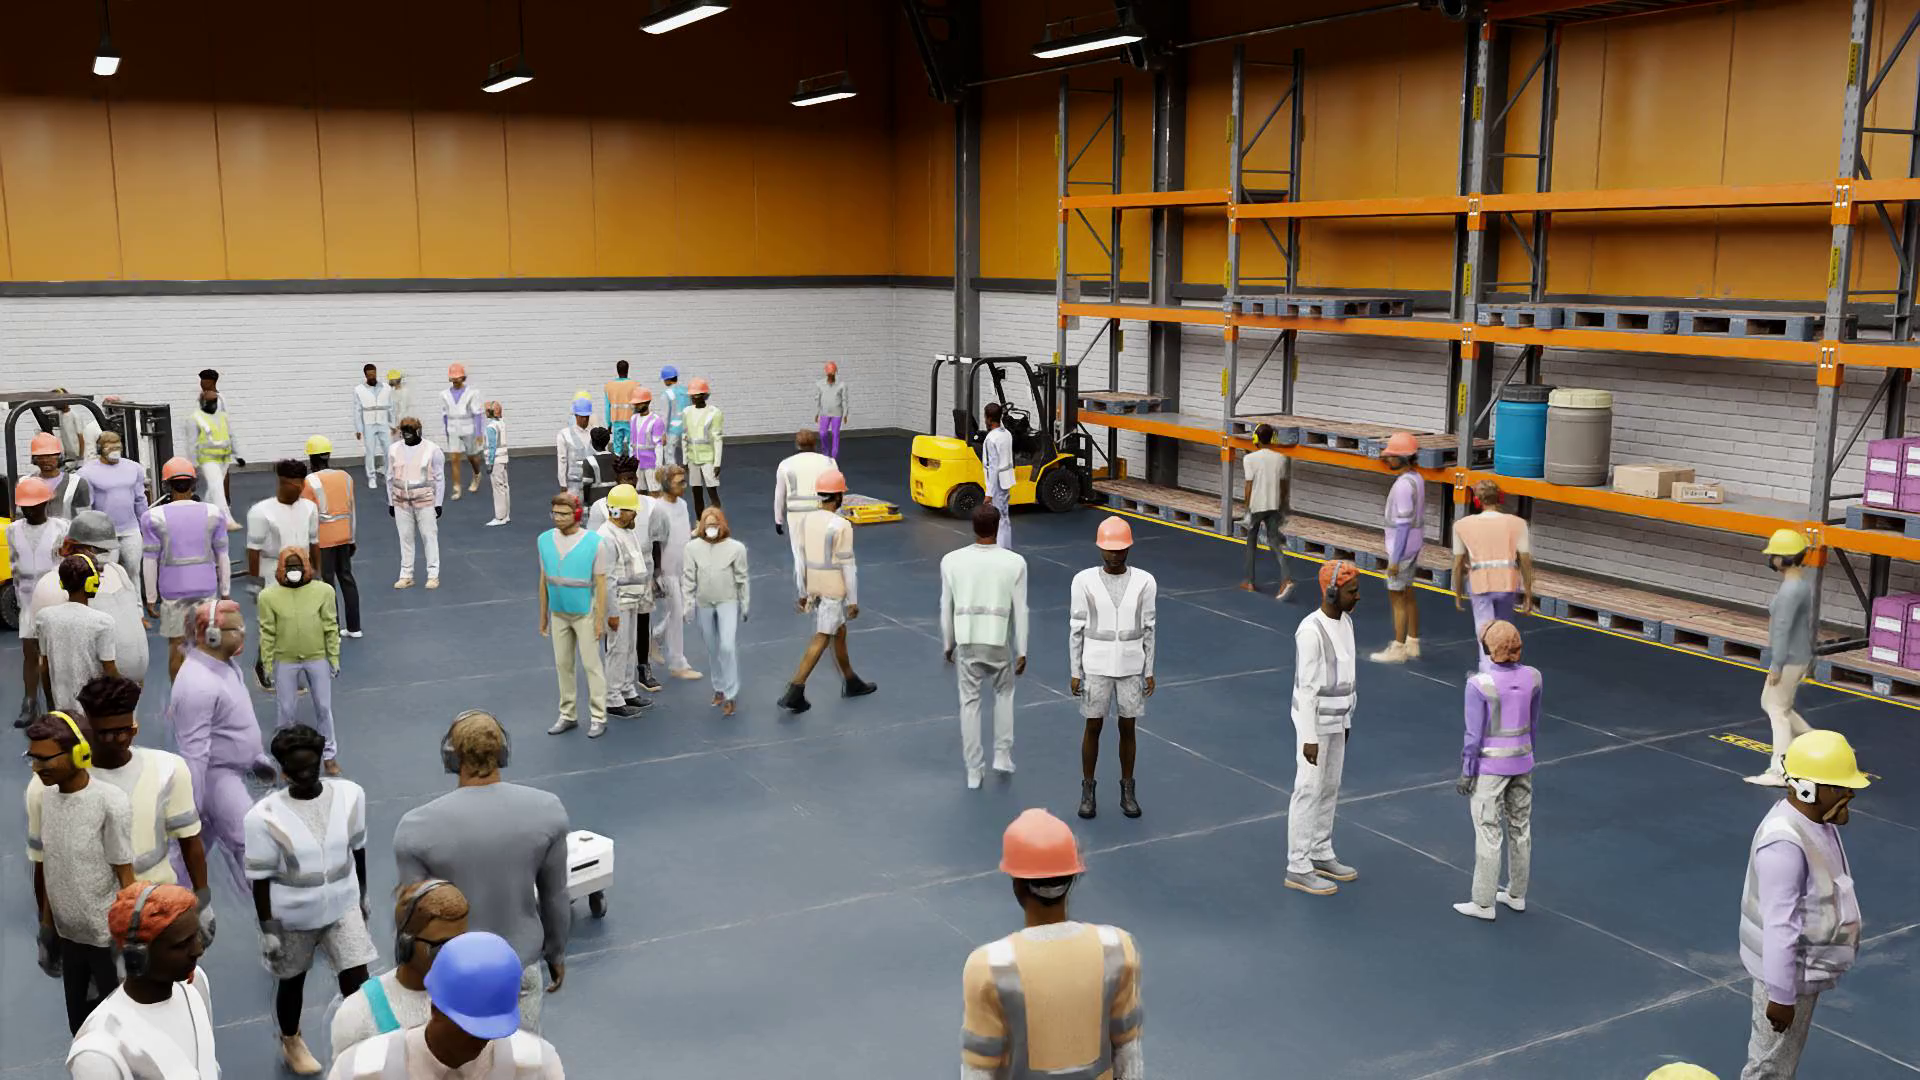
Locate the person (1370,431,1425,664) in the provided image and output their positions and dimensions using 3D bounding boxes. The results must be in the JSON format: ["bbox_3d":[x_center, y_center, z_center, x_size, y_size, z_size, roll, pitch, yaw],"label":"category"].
[{"bbox_3d":[3.825,0.069,14.482,0.387,2.041,0.622,5,11,26],"label":"person"}]

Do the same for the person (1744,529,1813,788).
[{"bbox_3d":[5.541,0.803,11.082,0.475,1.756,0.534,6,11,29],"label":"person"}]

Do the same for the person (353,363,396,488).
[{"bbox_3d":[-8.884,-1.733,25.244,0.607,1.901,0.409,-8,13,-39],"label":"person"}]

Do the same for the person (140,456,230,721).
[{"bbox_3d":[-5.913,0.376,12.736,0.611,2.032,0.411,-7,12,-35],"label":"person"}]

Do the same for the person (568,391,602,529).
[{"bbox_3d":[-4.923,-1.024,21.539,0.670,1.777,0.664,6,12,31],"label":"person"}]

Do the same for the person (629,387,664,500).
[{"bbox_3d":[-3.894,-0.932,20.559,0.544,1.930,0.389,7,12,35],"label":"person"}]

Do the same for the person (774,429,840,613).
[{"bbox_3d":[-1.551,-0.219,16.813,0.652,1.795,0.933,-2,10,-11],"label":"person"}]

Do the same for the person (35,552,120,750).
[{"bbox_3d":[-5.075,0.997,9.656,0.512,1.861,0.325,1,10,8],"label":"person"}]

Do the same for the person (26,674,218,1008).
[{"bbox_3d":[-3.295,1.487,6.624,0.621,1.918,0.943,-9,13,-42],"label":"person"}]

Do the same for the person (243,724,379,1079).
[{"bbox_3d":[-2.699,1.565,6.984,0.539,1.636,0.884,-9,13,-42],"label":"person"}]

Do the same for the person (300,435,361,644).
[{"bbox_3d":[-5.809,-0.007,15.291,0.425,1.913,0.603,4,11,24],"label":"person"}]

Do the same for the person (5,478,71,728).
[{"bbox_3d":[-7.052,0.434,12.861,0.544,1.879,1.012,-1,10,-7],"label":"person"}]

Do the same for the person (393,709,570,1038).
[{"bbox_3d":[-1.746,1.573,6.136,0.636,1.931,0.377,-6,11,-30],"label":"person"}]

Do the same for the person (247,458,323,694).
[{"bbox_3d":[-5.438,0.297,13.449,0.466,1.935,0.616,6,11,31],"label":"person"}]

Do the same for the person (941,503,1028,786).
[{"bbox_3d":[0.166,0.704,11.259,0.600,1.889,0.576,1,10,5],"label":"person"}]

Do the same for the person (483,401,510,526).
[{"bbox_3d":[-6.079,-1.006,21.807,0.309,1.641,0.514,0,10,1],"label":"person"}]

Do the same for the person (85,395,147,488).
[{"bbox_3d":[-9.929,-0.759,19.625,0.652,1.904,0.403,-8,12,-38],"label":"person"}]

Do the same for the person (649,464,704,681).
[{"bbox_3d":[-2.449,0.264,13.955,0.603,1.830,0.519,4,11,23],"label":"person"}]

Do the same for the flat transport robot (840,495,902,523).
[{"bbox_3d":[-1.422,-0.436,22.465,0.652,0.197,1.431,-6,12,-32],"label":"flat transport robot"}]

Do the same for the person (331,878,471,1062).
[{"bbox_3d":[-1.632,1.844,4.872,0.633,1.820,0.553,8,13,40],"label":"person"}]

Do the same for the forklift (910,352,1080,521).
[{"bbox_3d":[0.460,-1.461,22.833,2.313,2.155,1.214,-5,11,-28],"label":"forklift"}]

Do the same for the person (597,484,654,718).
[{"bbox_3d":[-2.604,0.470,12.812,0.403,1.817,0.605,1,10,5],"label":"person"}]

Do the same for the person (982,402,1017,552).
[{"bbox_3d":[0.425,-0.573,18.525,0.383,1.914,0.591,3,10,19],"label":"person"}]

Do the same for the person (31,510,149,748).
[{"bbox_3d":[-5.242,0.810,10.197,0.537,2.000,0.678,2,10,14],"label":"person"}]

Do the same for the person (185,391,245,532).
[{"bbox_3d":[-9.584,-1.022,21.432,0.745,1.815,0.631,3,10,19],"label":"person"}]

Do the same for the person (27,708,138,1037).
[{"bbox_3d":[-3.383,1.553,6.460,0.523,1.858,0.337,5,11,25],"label":"person"}]

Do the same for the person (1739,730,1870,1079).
[{"bbox_3d":[3.153,1.598,6.263,0.403,1.829,0.601,7,12,34],"label":"person"}]

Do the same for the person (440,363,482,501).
[{"bbox_3d":[-7.253,-1.609,24.312,0.618,1.994,1.063,0,10,1],"label":"person"}]

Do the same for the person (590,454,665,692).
[{"bbox_3d":[-2.682,0.278,13.479,0.607,1.966,0.367,-6,12,-33],"label":"person"}]

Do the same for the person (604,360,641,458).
[{"bbox_3d":[-5.192,-1.818,25.714,0.590,1.911,0.401,1,10,5],"label":"person"}]

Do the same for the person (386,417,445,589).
[{"bbox_3d":[-5.799,-0.393,17.704,0.625,1.844,0.429,1,10,4],"label":"person"}]

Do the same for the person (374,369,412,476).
[{"bbox_3d":[-8.948,-1.855,26.491,0.915,1.713,0.531,-10,14,-44],"label":"person"}]

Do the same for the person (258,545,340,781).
[{"bbox_3d":[-4.472,0.830,11.293,0.500,1.623,0.305,-4,11,-23],"label":"person"}]

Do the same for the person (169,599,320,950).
[{"bbox_3d":[-3.724,1.209,8.442,0.984,1.853,0.651,-3,10,-19],"label":"person"}]

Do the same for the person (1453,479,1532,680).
[{"bbox_3d":[4.189,0.422,13.150,0.589,1.788,0.919,1,10,4],"label":"person"}]

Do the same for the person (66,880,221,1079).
[{"bbox_3d":[-2.220,1.854,4.652,0.354,1.879,0.576,0,10,2],"label":"person"}]

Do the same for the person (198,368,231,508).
[{"bbox_3d":[-10.407,-1.416,23.270,0.378,1.962,0.609,-3,10,-19],"label":"person"}]

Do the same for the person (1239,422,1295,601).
[{"bbox_3d":[3.193,-0.295,17.248,0.555,1.820,0.948,-3,10,-16],"label":"person"}]

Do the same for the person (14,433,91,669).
[{"bbox_3d":[-7.776,0.096,14.290,0.613,2.048,0.362,-2,10,-9],"label":"person"}]

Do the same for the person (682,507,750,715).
[{"bbox_3d":[-1.915,0.550,12.932,0.497,1.606,0.693,1,10,8],"label":"person"}]

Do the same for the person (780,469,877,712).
[{"bbox_3d":[-1.057,0.386,13.075,0.993,1.897,0.556,-9,13,-42],"label":"person"}]

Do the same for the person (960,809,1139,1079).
[{"bbox_3d":[0.256,1.762,5.050,0.581,1.928,0.404,-3,10,-18],"label":"person"}]

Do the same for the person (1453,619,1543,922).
[{"bbox_3d":[2.889,1.234,8.924,0.514,1.636,0.314,-5,11,-26],"label":"person"}]

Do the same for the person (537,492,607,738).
[{"bbox_3d":[-2.847,0.547,12.304,0.563,1.839,0.381,4,10,20],"label":"person"}]

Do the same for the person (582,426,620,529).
[{"bbox_3d":[-3.891,-0.396,18.159,0.321,1.690,0.531,10,14,44],"label":"person"}]

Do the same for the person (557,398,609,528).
[{"bbox_3d":[-4.269,-0.657,18.951,0.599,1.939,0.414,-5,11,-27],"label":"person"}]

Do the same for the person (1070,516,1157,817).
[{"bbox_3d":[0.970,0.805,10.521,0.551,1.936,0.357,0,10,-2],"label":"person"}]

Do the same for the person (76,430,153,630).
[{"bbox_3d":[-7.927,-0.073,15.615,0.379,1.931,0.635,7,12,37],"label":"person"}]

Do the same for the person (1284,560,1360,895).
[{"bbox_3d":[2.051,1.039,9.361,0.347,1.879,0.581,7,12,36],"label":"person"}]

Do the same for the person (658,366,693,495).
[{"bbox_3d":[-4.152,-1.612,24.544,0.520,1.923,0.641,7,12,35],"label":"person"}]

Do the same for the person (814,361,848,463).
[{"bbox_3d":[-2.170,-2.130,27.973,0.588,1.737,0.454,0,10,2],"label":"person"}]

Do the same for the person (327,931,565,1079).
[{"bbox_3d":[-1.339,1.899,4.352,0.644,1.894,0.581,-4,11,-22],"label":"person"}]

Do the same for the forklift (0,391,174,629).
[{"bbox_3d":[-9.026,-0.363,16.508,1.214,2.155,2.313,6,11,29],"label":"forklift"}]

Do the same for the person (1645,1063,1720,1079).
[{"bbox_3d":[1.684,2.042,4.079,0.503,1.700,0.886,-6,11,-30],"label":"person"}]

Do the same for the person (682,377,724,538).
[{"bbox_3d":[-3.215,-1.004,20.672,0.606,2.035,0.410,5,11,28],"label":"person"}]
